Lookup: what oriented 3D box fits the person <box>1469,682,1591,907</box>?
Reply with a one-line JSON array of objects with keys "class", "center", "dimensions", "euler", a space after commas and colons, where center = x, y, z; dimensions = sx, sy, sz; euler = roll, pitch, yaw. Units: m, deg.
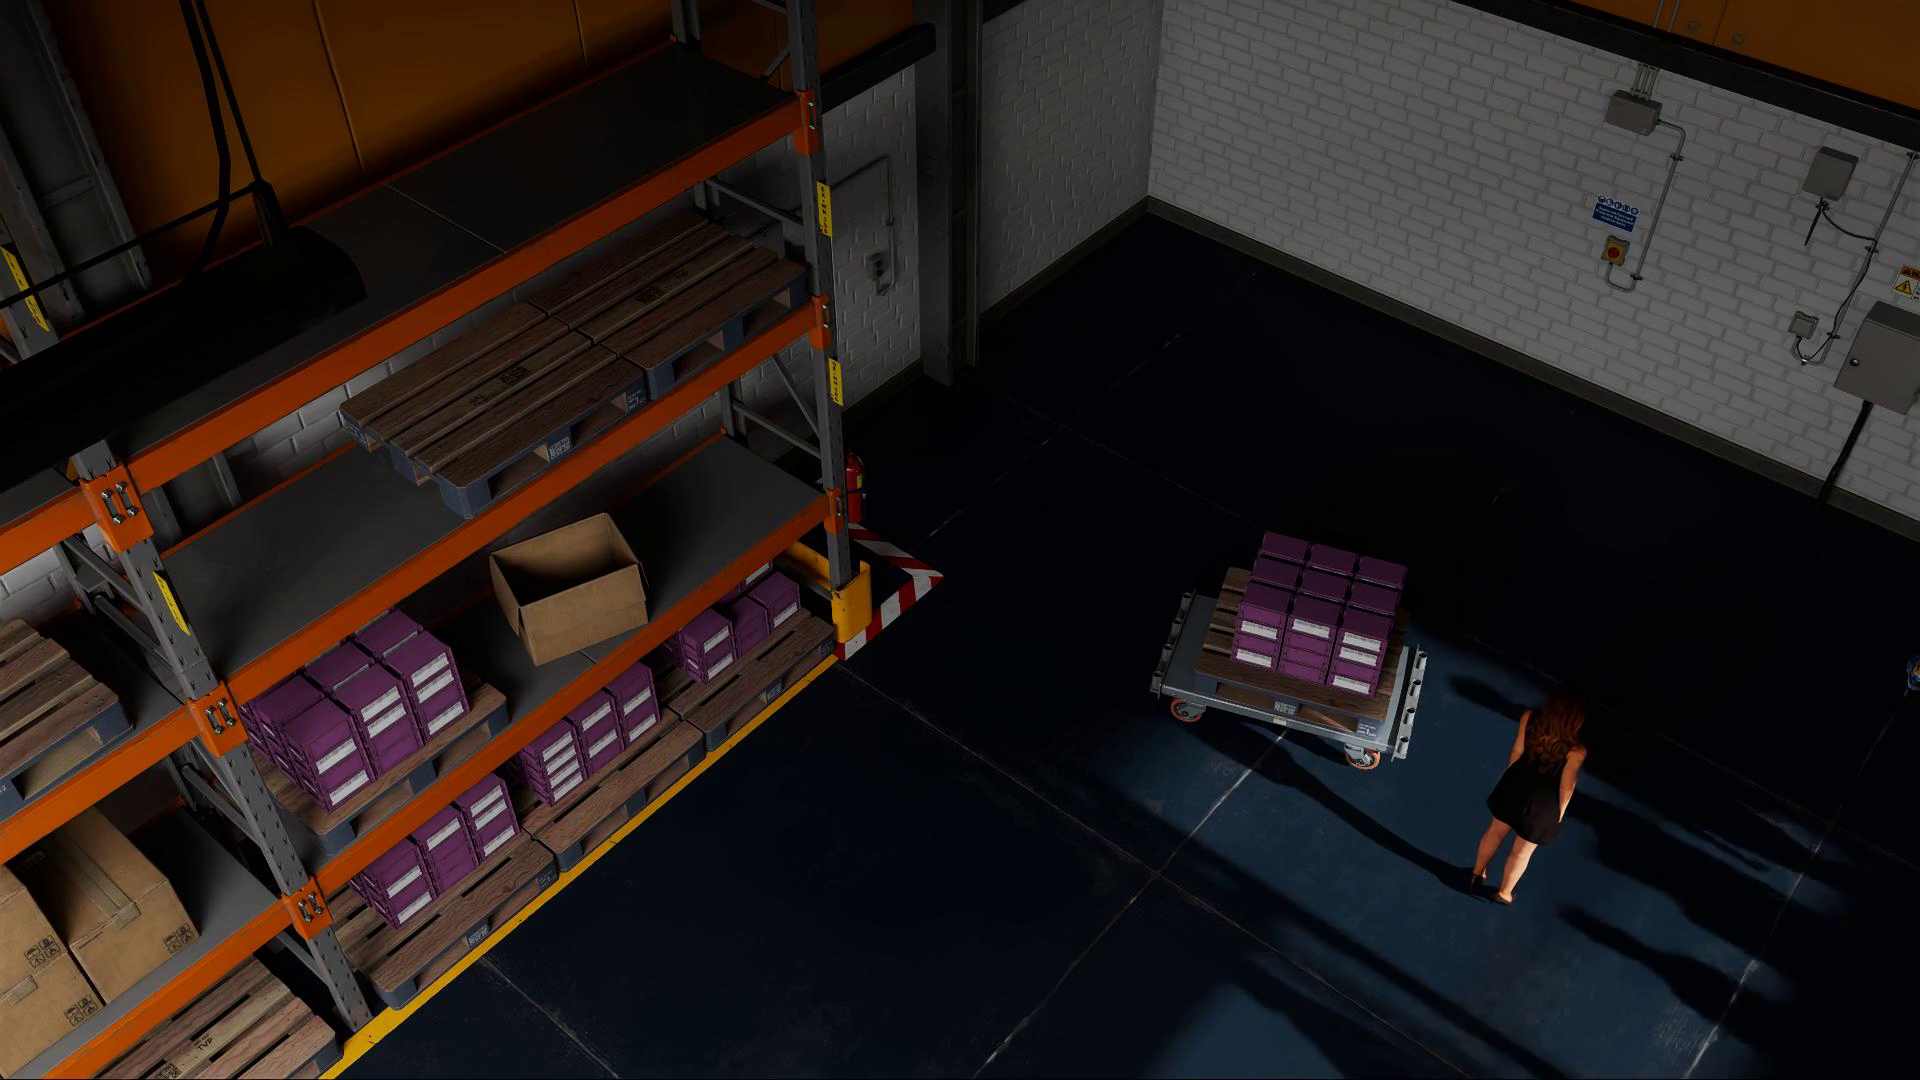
[{"class": "person", "center": [3.199, 1.444, 9.345], "dimensions": [0.564, 1.834, 0.600], "euler": [-31, 52, -28]}]
